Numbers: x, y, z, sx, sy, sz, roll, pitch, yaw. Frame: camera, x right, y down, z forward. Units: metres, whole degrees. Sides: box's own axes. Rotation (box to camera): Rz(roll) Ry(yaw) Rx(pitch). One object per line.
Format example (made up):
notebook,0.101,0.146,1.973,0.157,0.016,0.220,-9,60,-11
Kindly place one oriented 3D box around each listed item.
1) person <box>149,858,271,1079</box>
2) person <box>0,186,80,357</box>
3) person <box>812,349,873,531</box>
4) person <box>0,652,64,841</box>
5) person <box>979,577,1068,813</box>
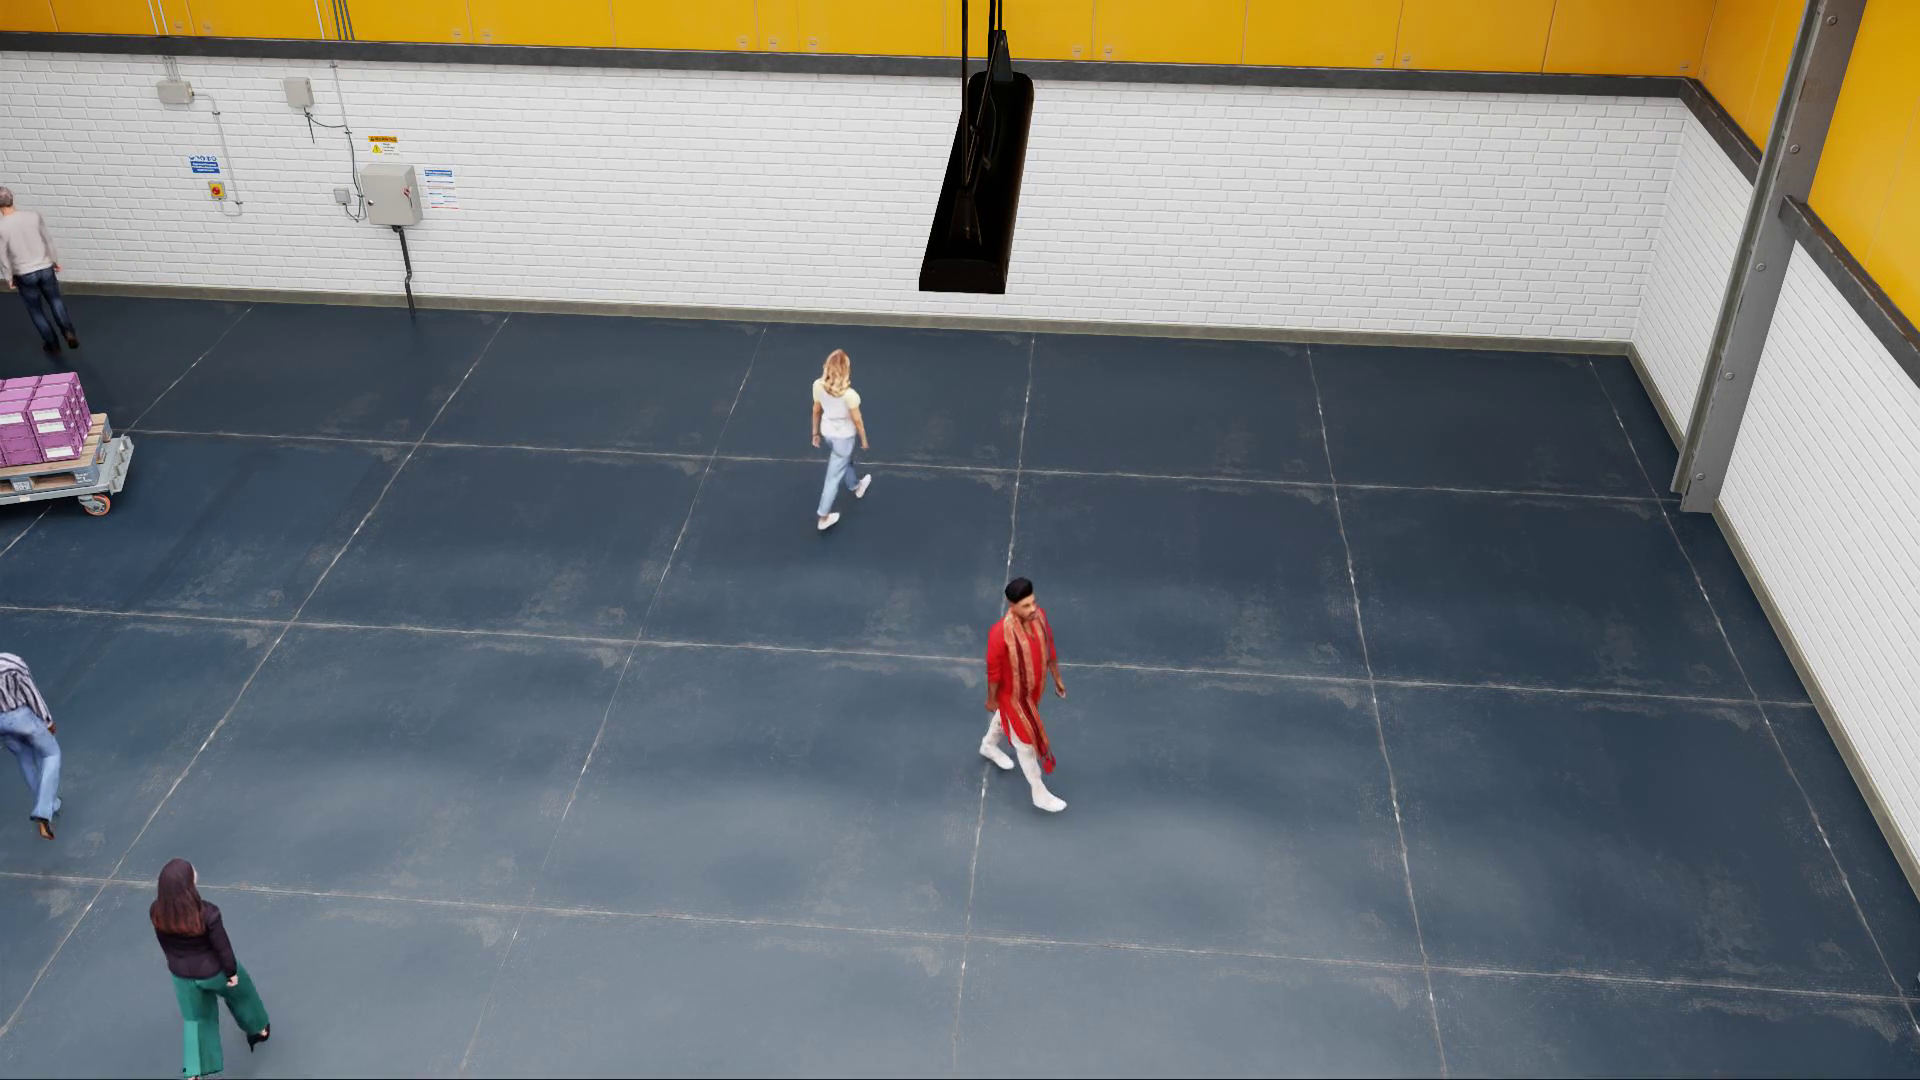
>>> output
person,-4.394,2.571,9.597,0.685,1.712,1.077,-1,34,-1
person,-9.713,-2.793,17.503,1.016,1.893,0.958,25,41,33
person,-1.130,-0.841,14.759,0.964,1.681,1.187,19,38,26
person,-6.465,1.341,11.392,0.789,1.773,0.977,-7,34,-10
person,0.339,1.001,11.851,1.207,1.832,1.220,27,42,34
